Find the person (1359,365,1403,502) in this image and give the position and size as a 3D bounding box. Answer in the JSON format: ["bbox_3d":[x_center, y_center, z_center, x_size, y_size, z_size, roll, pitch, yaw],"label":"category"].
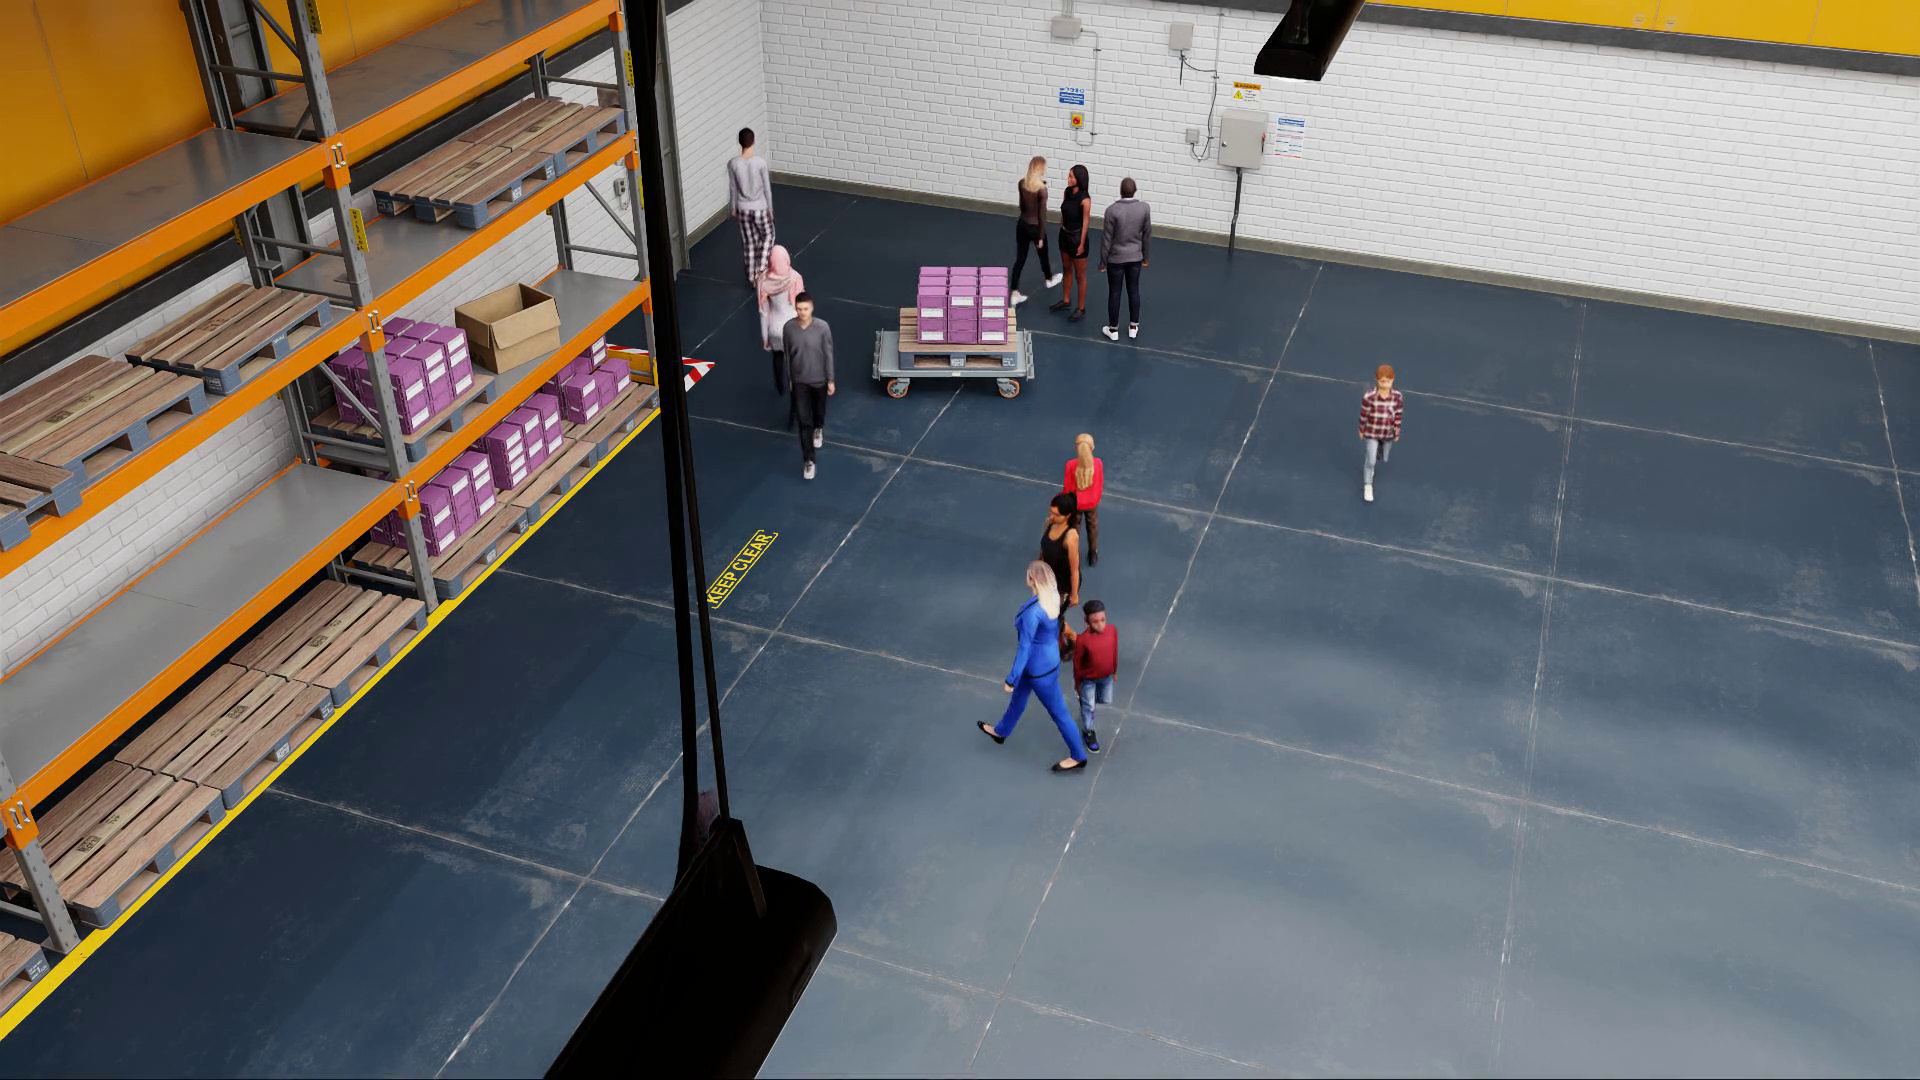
[{"bbox_3d":[3.841,-1.035,15.252,0.687,1.293,0.877,1,34,1],"label":"person"}]

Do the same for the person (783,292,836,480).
[{"bbox_3d":[-1.396,-1.536,15.615,0.942,1.727,1.227,-2,34,-4],"label":"person"}]

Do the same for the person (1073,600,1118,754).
[{"bbox_3d":[0.974,0.949,12.311,0.721,1.246,0.775,-16,37,-23],"label":"person"}]

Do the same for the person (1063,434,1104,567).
[{"bbox_3d":[1.053,-0.337,14.213,0.575,1.281,0.610,-5,34,-7],"label":"person"}]

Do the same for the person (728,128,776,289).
[{"bbox_3d":[-2.353,-3.699,18.771,0.749,1.835,0.781,3,34,5],"label":"person"}]

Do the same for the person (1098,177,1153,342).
[{"bbox_3d":[1.761,-2.998,17.731,0.804,1.819,0.789,-6,34,-8],"label":"person"}]

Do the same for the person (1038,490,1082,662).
[{"bbox_3d":[0.848,0.300,12.913,0.851,1.659,0.795,-13,36,-19],"label":"person"}]

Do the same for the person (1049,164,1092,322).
[{"bbox_3d":[1.252,-3.272,18.213,0.704,1.741,0.678,-21,39,-28],"label":"person"}]

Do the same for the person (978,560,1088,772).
[{"bbox_3d":[0.676,0.939,11.959,0.856,1.651,1.070,6,34,9],"label":"person"}]

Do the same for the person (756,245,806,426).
[{"bbox_3d":[-1.689,-1.974,16.244,0.993,1.759,1.264,-4,34,-6],"label":"person"}]

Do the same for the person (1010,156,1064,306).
[{"bbox_3d":[0.734,-3.397,18.481,0.912,1.653,1.164,28,42,35],"label":"person"}]
